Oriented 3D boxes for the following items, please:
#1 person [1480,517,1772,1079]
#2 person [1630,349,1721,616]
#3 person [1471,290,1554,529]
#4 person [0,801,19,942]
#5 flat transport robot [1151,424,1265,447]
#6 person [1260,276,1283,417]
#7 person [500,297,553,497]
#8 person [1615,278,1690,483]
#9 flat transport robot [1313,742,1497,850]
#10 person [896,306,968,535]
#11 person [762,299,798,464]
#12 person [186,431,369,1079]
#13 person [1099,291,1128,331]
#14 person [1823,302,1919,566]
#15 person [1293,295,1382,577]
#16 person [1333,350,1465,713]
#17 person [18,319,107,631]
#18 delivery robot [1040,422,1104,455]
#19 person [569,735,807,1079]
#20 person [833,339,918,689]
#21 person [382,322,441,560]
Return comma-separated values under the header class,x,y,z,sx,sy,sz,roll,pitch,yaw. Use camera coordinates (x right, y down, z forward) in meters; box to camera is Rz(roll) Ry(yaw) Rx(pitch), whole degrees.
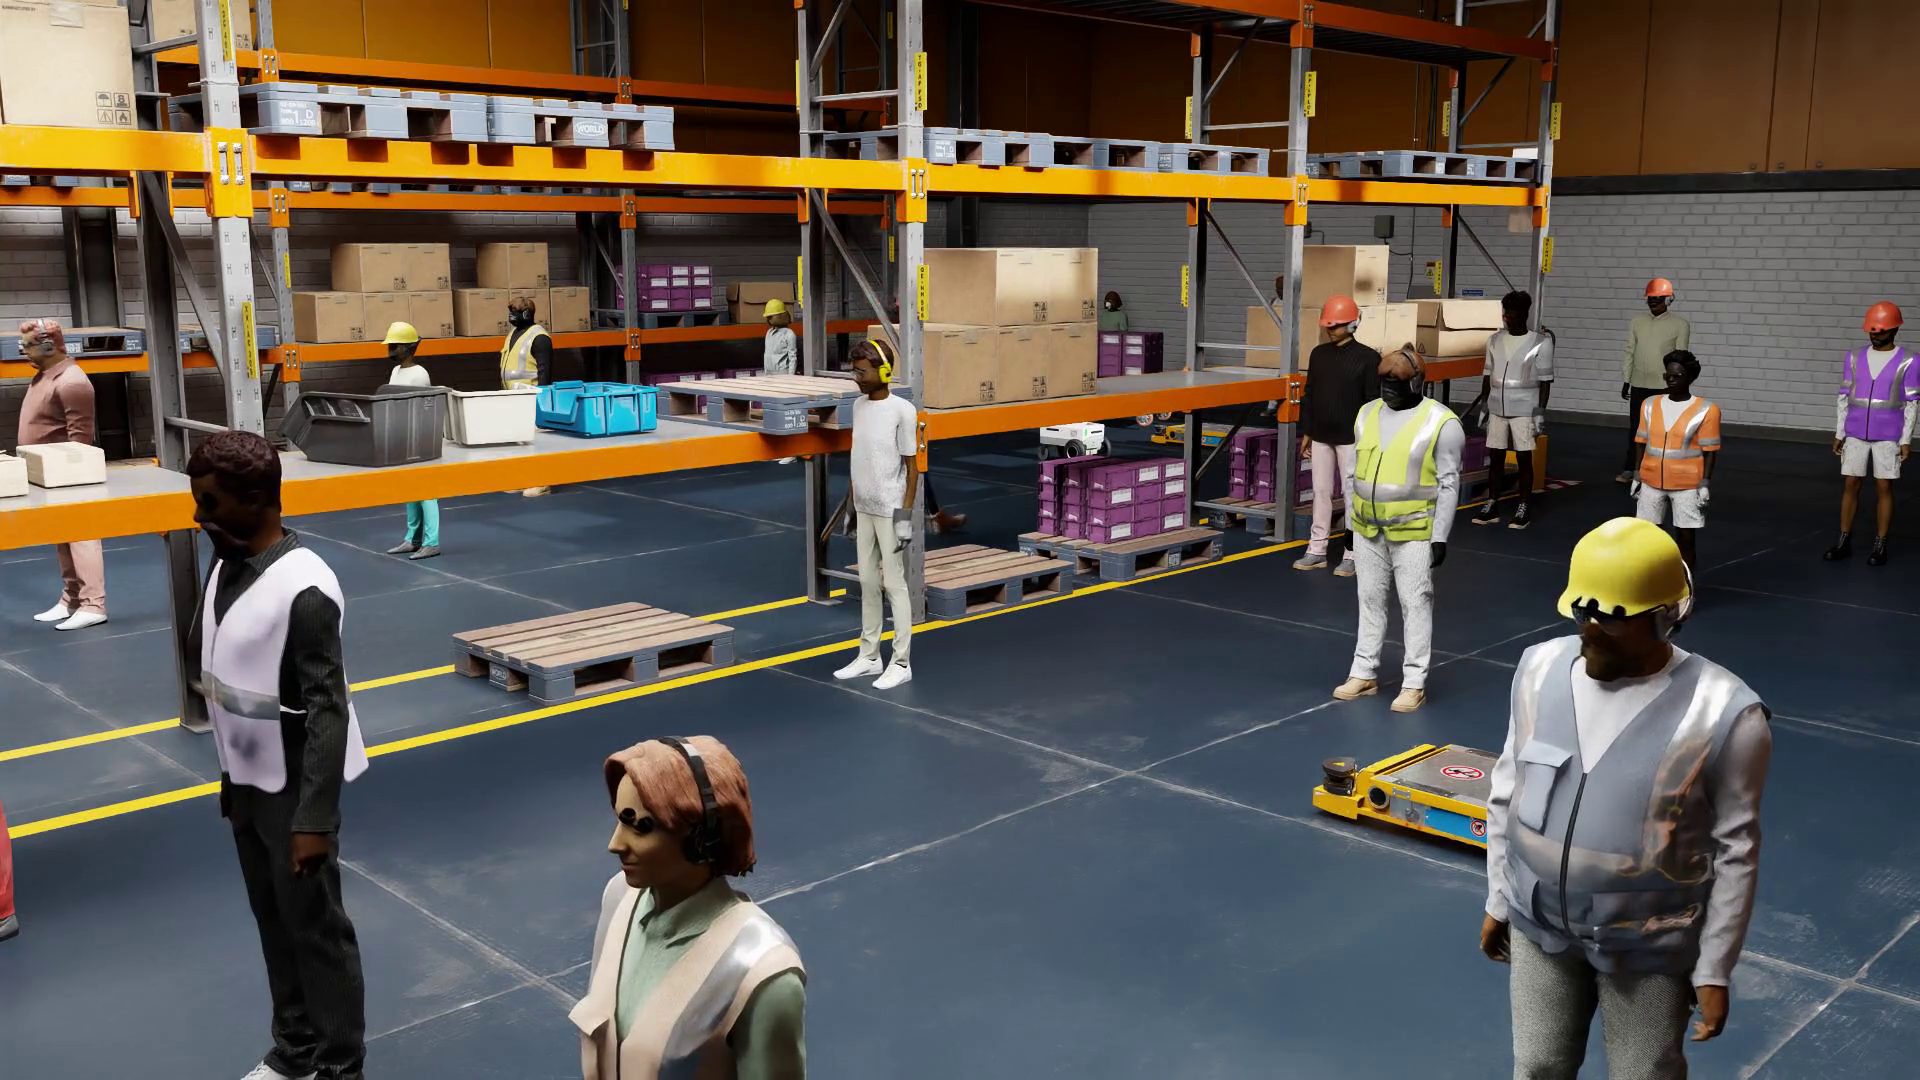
class,x,y,z,sx,sy,sz,roll,pitch,yaw
person,1.407,0.843,3.644,0.403,1.822,0.588,-10,14,-43
person,4.496,-0.353,10.506,0.320,1.698,0.531,-10,14,-43
person,4.554,-1.071,13.710,0.381,1.958,0.603,-10,14,-43
person,-3.442,0.520,5.586,0.328,1.760,0.524,-10,14,-43
flat transport robot,2.933,-1.176,18.884,0.652,0.197,1.431,-10,15,-44
person,4.256,-2.544,21.938,0.355,1.887,0.573,-10,14,-43
person,-4.019,-1.323,15.400,0.429,1.845,0.621,-10,14,-43
person,6.690,-1.522,16.063,0.378,1.996,0.611,-10,14,-43
flat transport robot,2.201,1.069,6.644,0.652,0.197,1.431,-10,14,-44
person,-0.383,-0.954,13.023,1.106,1.986,0.614,-8,13,-36
person,-1.923,-1.671,17.591,0.311,1.735,0.484,-10,14,-43
person,-1.801,0.654,4.426,0.391,1.913,0.587,-10,14,-43
person,2.114,-2.643,23.165,0.279,1.634,0.498,-10,14,-43
person,6.687,-0.775,12.180,0.374,1.927,0.542,-10,14,-43
person,2.678,-0.736,11.809,0.393,1.985,0.611,-10,14,-43
person,2.215,-0.049,8.473,0.429,1.837,0.621,-10,14,-43
person,-5.531,-0.400,10.212,0.406,1.902,0.639,-10,14,-43
delivery robot,1.188,-1.151,17.718,0.477,0.478,0.707,-10,14,-44
person,-0.431,1.106,2.705,0.310,1.642,0.514,-10,14,-43
person,-0.439,-0.138,8.884,0.328,1.865,0.521,-10,14,-43
person,-4.111,-0.738,12.416,0.315,1.770,0.524,-10,14,-43
